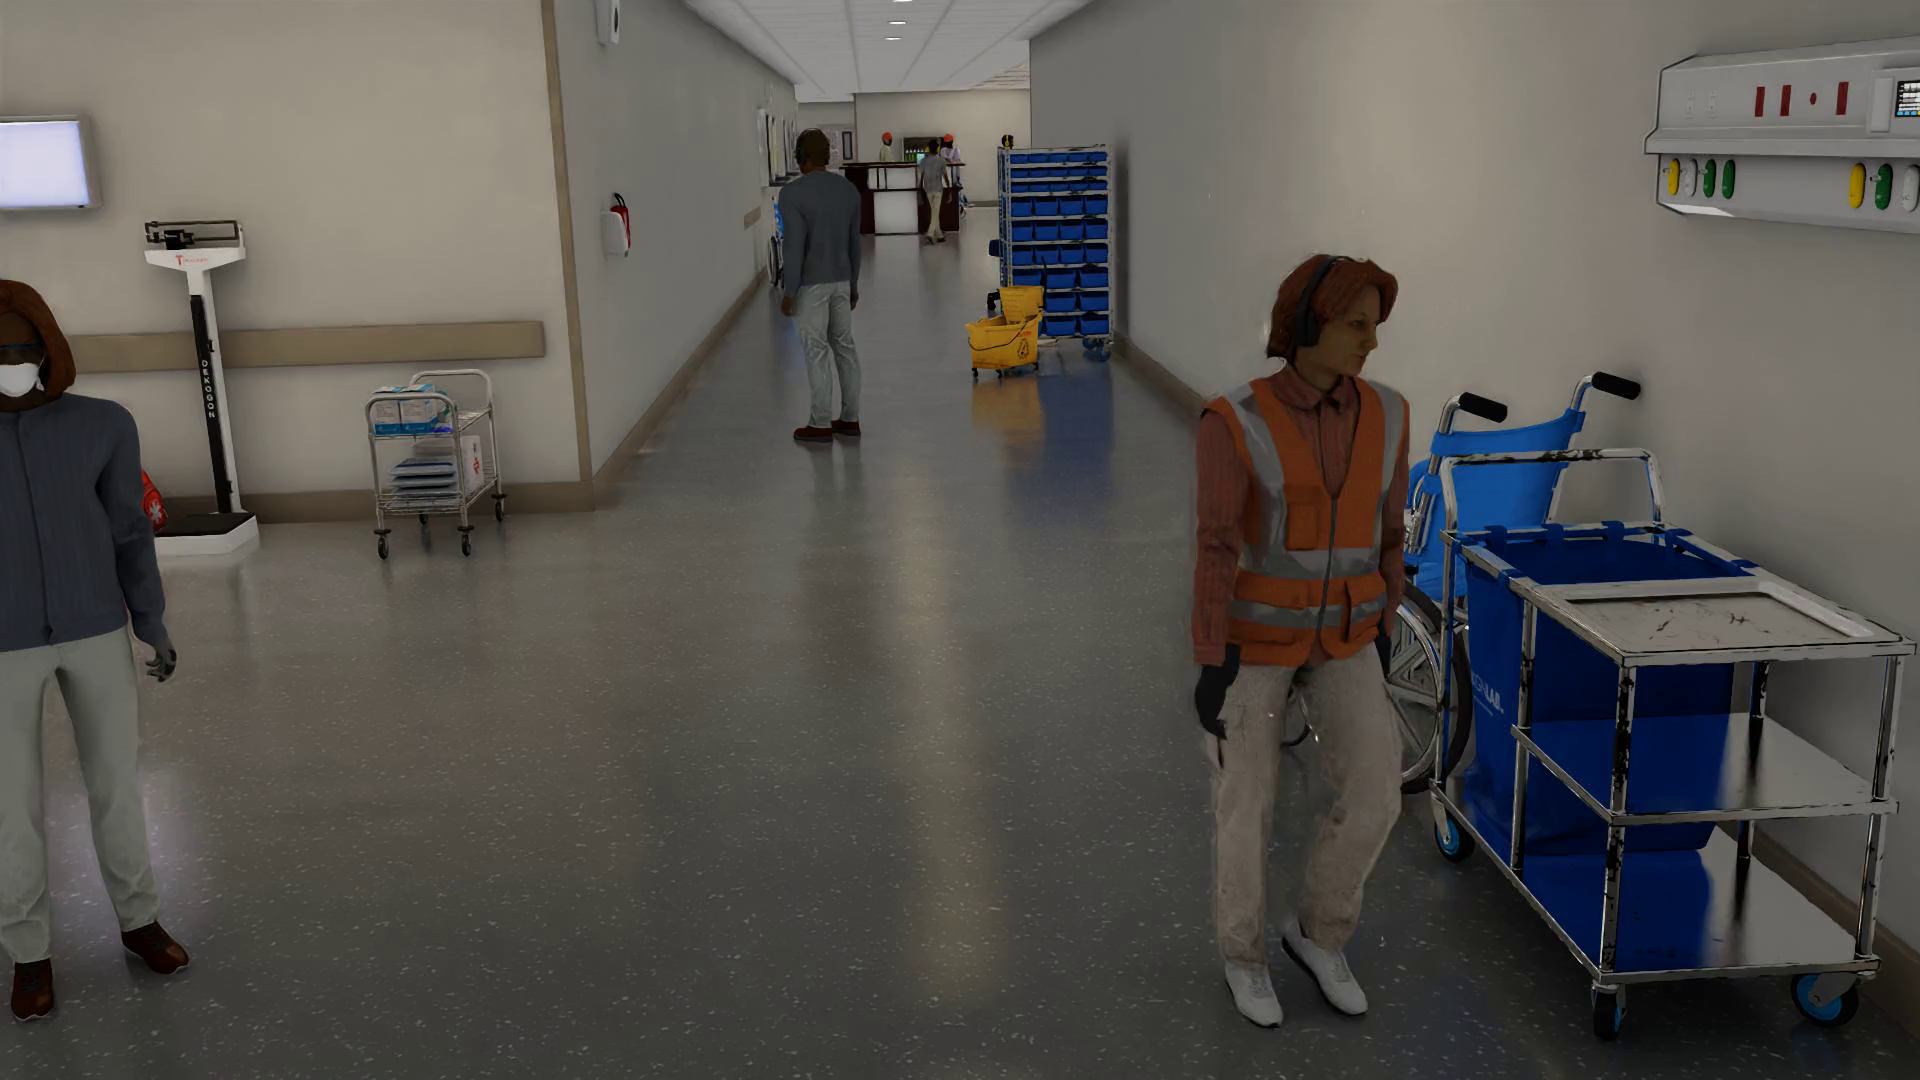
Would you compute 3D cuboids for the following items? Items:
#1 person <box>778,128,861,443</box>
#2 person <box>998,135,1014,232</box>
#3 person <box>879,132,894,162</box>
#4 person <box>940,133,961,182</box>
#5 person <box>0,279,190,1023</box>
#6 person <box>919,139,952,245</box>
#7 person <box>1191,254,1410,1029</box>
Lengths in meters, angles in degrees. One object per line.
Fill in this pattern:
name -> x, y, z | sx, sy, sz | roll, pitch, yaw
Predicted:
person -> -0.866, -1.582, 10.401 | 0.354, 1.937, 0.635 | 11, 18, 42
person -> 0.892, -6.890, 32.186 | 0.327, 1.860, 0.506 | -1, 14, 3
person -> -1.745, -8.781, 39.974 | 0.393, 1.995, 0.612 | -6, 14, -18
person -> -0.241, -8.937, 40.579 | 0.545, 1.929, 0.390 | 5, 15, 27
person -> -2.023, 0.236, 3.702 | 0.499, 1.633, 0.282 | -13, 18, -39
person -> -0.445, -6.090, 29.125 | 0.537, 1.829, 0.959 | 4, 15, 23
person -> 0.689, 0.239, 3.407 | 0.562, 1.620, 0.413 | -5, 14, -15
